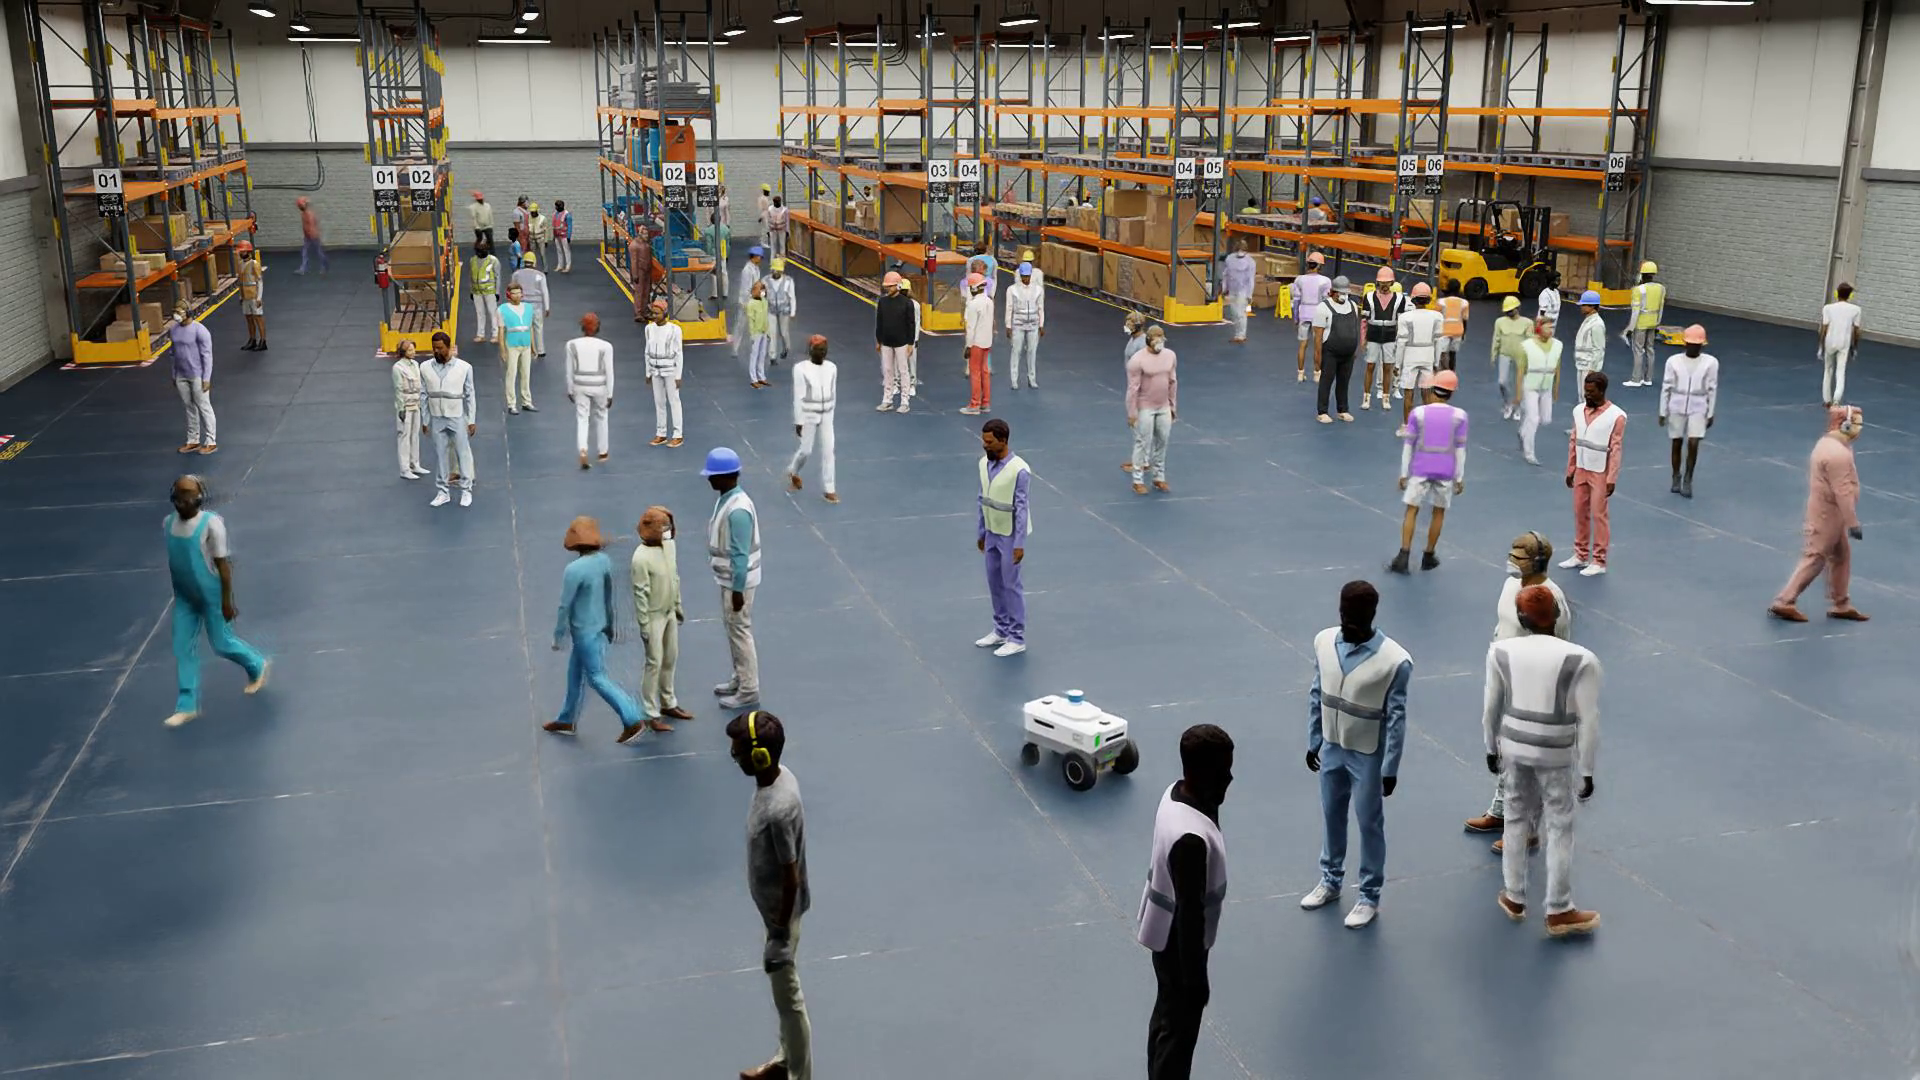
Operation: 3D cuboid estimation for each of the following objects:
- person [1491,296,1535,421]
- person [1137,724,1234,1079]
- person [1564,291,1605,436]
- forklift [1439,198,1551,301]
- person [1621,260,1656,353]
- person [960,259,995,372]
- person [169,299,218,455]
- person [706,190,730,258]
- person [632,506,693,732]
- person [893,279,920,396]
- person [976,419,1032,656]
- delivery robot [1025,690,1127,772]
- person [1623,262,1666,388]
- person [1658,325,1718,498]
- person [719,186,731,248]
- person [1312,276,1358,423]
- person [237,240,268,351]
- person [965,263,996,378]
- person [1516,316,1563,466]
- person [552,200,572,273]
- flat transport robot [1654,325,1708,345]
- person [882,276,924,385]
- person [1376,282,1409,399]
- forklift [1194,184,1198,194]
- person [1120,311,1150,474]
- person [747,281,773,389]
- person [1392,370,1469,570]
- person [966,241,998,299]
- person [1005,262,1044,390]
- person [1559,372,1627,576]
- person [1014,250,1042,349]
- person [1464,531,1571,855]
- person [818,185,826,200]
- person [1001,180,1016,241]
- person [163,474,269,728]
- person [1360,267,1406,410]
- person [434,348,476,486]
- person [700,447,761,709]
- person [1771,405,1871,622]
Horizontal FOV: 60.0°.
[{"bbox_3d":[7.642,-2.502,22.931,0.621,1.724,0.475,7,17,26],"label":"person"},{"bbox_3d":[0.932,1.667,6.907,0.398,1.915,0.589,1,15,4],"label":"person"},{"bbox_3d":[8.162,-2.270,21.658,0.405,1.945,0.615,2,15,7],"label":"person"},{"bbox_3d":[11.913,-6.508,37.130,2.313,2.155,1.214,-4,15,-15],"label":"forklift"},{"bbox_3d":[11.938,-4.108,29.188,0.437,1.623,0.532,9,17,30],"label":"person"},{"bbox_3d":[0.285,-3.604,26.879,0.569,1.840,0.374,-1,15,-4],"label":"person"},{"bbox_3d":[-9.609,-2.038,20.802,0.630,1.940,0.372,6,16,21],"label":"person"},{"bbox_3d":[-6.730,-8.812,46.367,0.639,1.902,0.406,0,15,1],"label":"person"},{"bbox_3d":[-2.115,0.544,11.692,0.278,1.621,0.511,6,16,20],"label":"person"},{"bbox_3d":[-0.839,-3.036,24.927,0.487,1.746,0.290,4,15,13],"label":"person"},{"bbox_3d":[0.343,-0.038,13.345,0.413,1.906,0.602,-10,18,-34],"label":"person"},{"bbox_3d":[0.757,1.232,10.968,0.477,0.478,0.707,-13,20,-41],"label":"delivery robot"},{"bbox_3d":[10.539,-3.318,25.640,0.595,1.925,0.374,-6,16,-22],"label":"person"},{"bbox_3d":[8.086,-1.422,18.523,0.570,1.913,0.780,7,17,26],"label":"person"},{"bbox_3d":[-7.034,-9.601,49.463,0.346,1.840,0.503,-10,18,-34],"label":"person"},{"bbox_3d":[5.182,-2.620,22.797,0.685,2.000,0.535,-7,16,-25],"label":"person"},{"bbox_3d":[-12.513,-4.300,29.304,0.552,1.942,0.342,8,17,27],"label":"person"},{"bbox_3d":[0.313,-3.486,26.464,0.468,1.845,0.577,-3,15,-11],"label":"person"},{"bbox_3d":[7.013,-1.848,20.316,0.567,1.827,0.588,-4,15,-16],"label":"person"},{"bbox_3d":[-10.185,-7.757,42.506,0.619,1.845,0.430,10,18,34],"label":"person"},{"bbox_3d":[13.089,-3.770,30.513,0.652,0.197,1.431,0,15,-1],"label":"flat transport robot"},{"bbox_3d":[-0.930,-3.200,25.605,0.710,1.715,0.503,11,18,36],"label":"person"},{"bbox_3d":[6.394,-2.950,24.634,0.488,1.731,0.325,-1,15,-2],"label":"person"},{"bbox_3d":[7.392,-11.333,53.972,1.873,2.768,1.129,-4,15,-15],"label":"forklift"},{"bbox_3d":[2.112,-1.755,19.767,0.367,1.932,0.623,-2,15,-8],"label":"person"},{"bbox_3d":[-3.090,-3.165,25.626,0.285,1.633,0.498,7,17,26],"label":"person"},{"bbox_3d":[4.464,-0.649,15.668,0.575,1.901,0.557,4,15,16],"label":"person"},{"bbox_3d":[0.369,-4.516,30.310,0.636,1.842,0.429,-7,16,-24],"label":"person"},{"bbox_3d":[0.997,-3.274,25.432,0.617,1.946,0.396,-4,15,-13],"label":"person"},{"bbox_3d":[5.932,-0.632,15.581,0.402,1.908,0.599,-7,16,-25],"label":"person"},{"bbox_3d":[1.229,-4.301,29.700,0.530,1.744,0.543,5,16,17],"label":"person"},{"bbox_3d":[3.302,0.891,9.782,0.372,1.940,0.630,-3,15,-11],"label":"person"},{"bbox_3d":[-4.281,-10.121,51.596,0.303,1.743,0.490,0,15,-1],"label":"person"},{"bbox_3d":[1.540,-10.283,51.910,0.400,1.901,0.651,7,17,26],"label":"person"},{"bbox_3d":[-5.402,0.386,11.943,0.509,1.813,0.848,5,16,19],"label":"person"},{"bbox_3d":[6.013,-2.866,23.719,0.607,2.044,0.376,3,15,10],"label":"person"},{"bbox_3d":[-5.815,-1.433,19.141,0.344,1.613,0.526,-6,16,-20],"label":"person"},{"bbox_3d":[-1.656,0.270,12.129,0.418,1.937,0.617,-4,15,-15],"label":"person"},{"bbox_3d":[7.360,-0.209,14.043,0.771,1.879,0.656,7,16,24],"label":"person"}]
